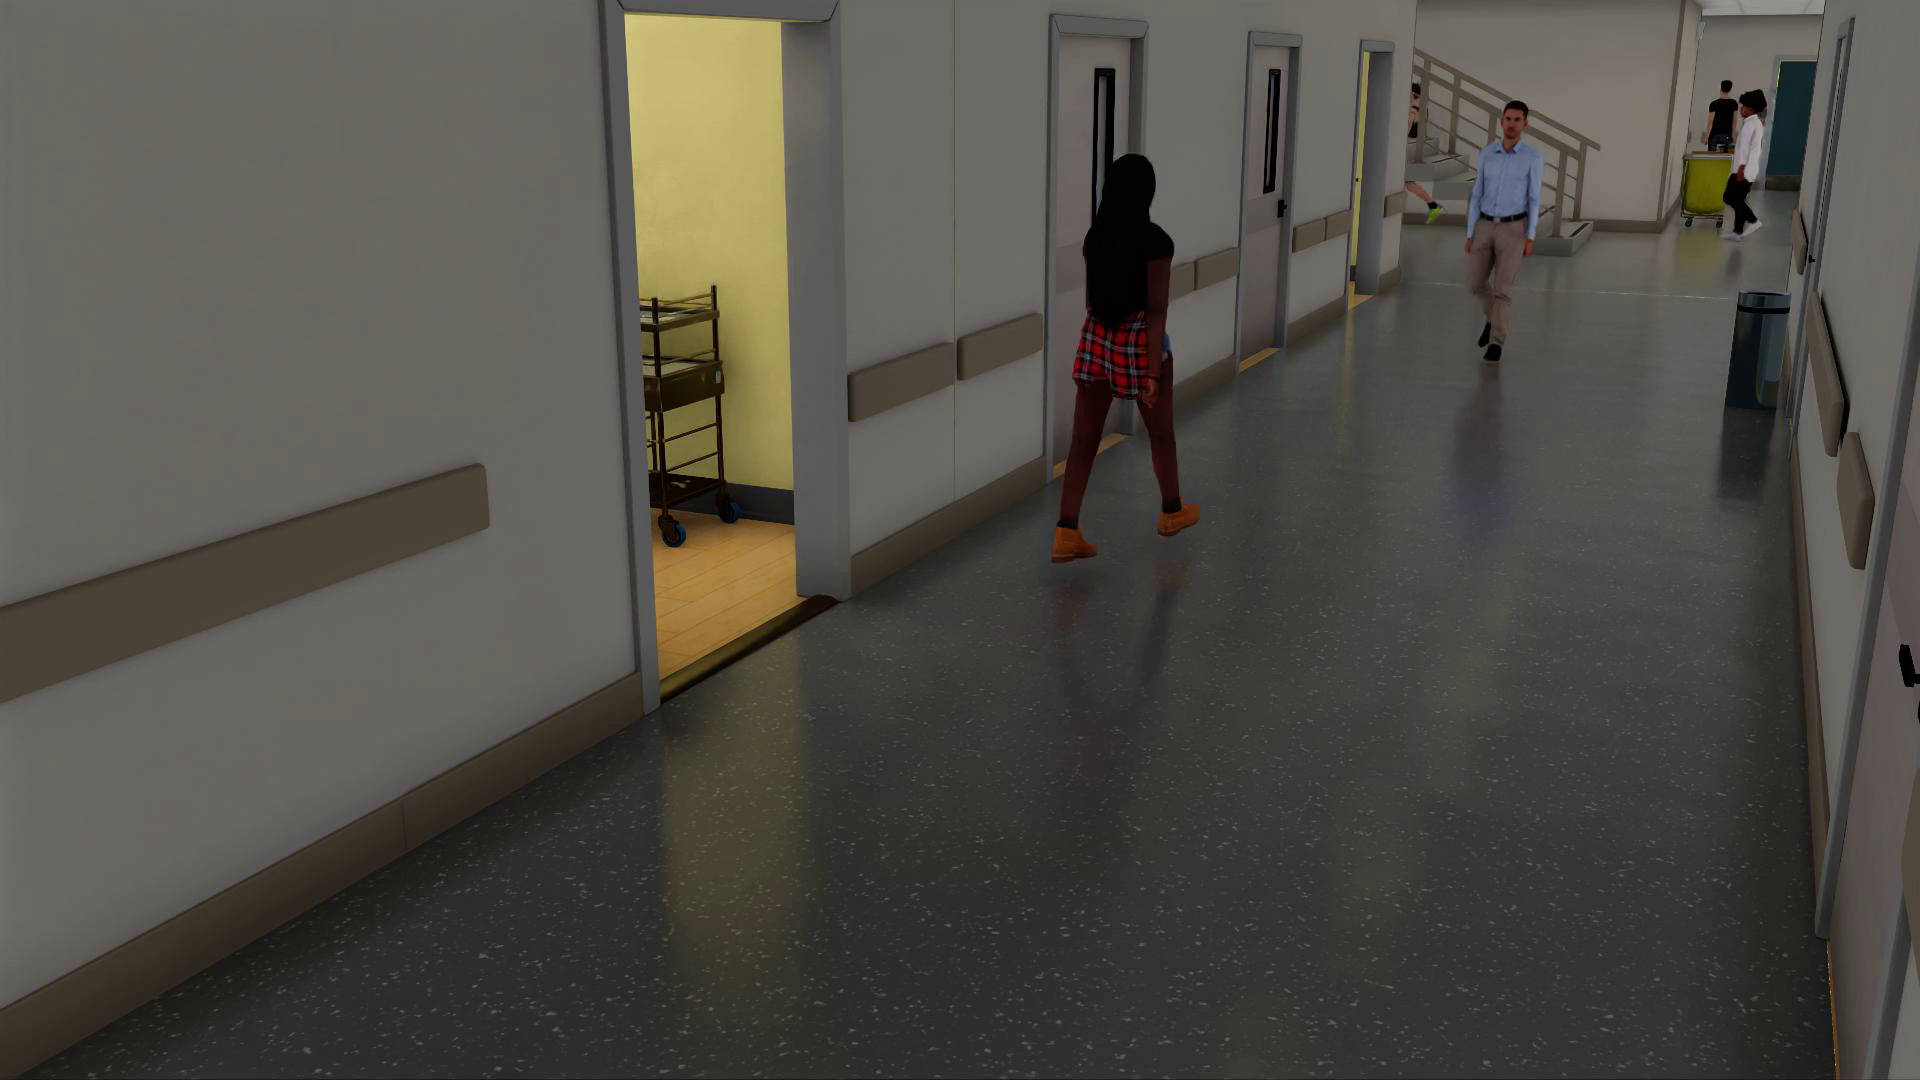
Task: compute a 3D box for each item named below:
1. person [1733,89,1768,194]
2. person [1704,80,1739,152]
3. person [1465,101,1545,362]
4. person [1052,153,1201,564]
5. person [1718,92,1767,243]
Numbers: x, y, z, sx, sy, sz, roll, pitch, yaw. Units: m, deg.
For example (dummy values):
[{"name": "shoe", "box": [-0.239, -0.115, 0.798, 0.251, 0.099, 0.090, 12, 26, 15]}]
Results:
[{"name": "person", "box": [13.718, -6.863, 28.667, 0.883, 1.737, 0.825, -3, 16, -11]}, {"name": "person", "box": [13.216, -7.009, 28.891, 0.665, 1.897, 0.806, 0, 16, 2]}, {"name": "person", "box": [3.927, -2.216, 12.024, 0.886, 1.824, 0.785, 10, 19, 31]}, {"name": "person", "box": [0.618, -0.691, 6.909, 1.196, 1.663, 0.801, 11, 19, 34]}, {"name": "person", "box": [9.692, -4.550, 20.348, 0.802, 1.800, 0.730, 12, 20, 36]}]
